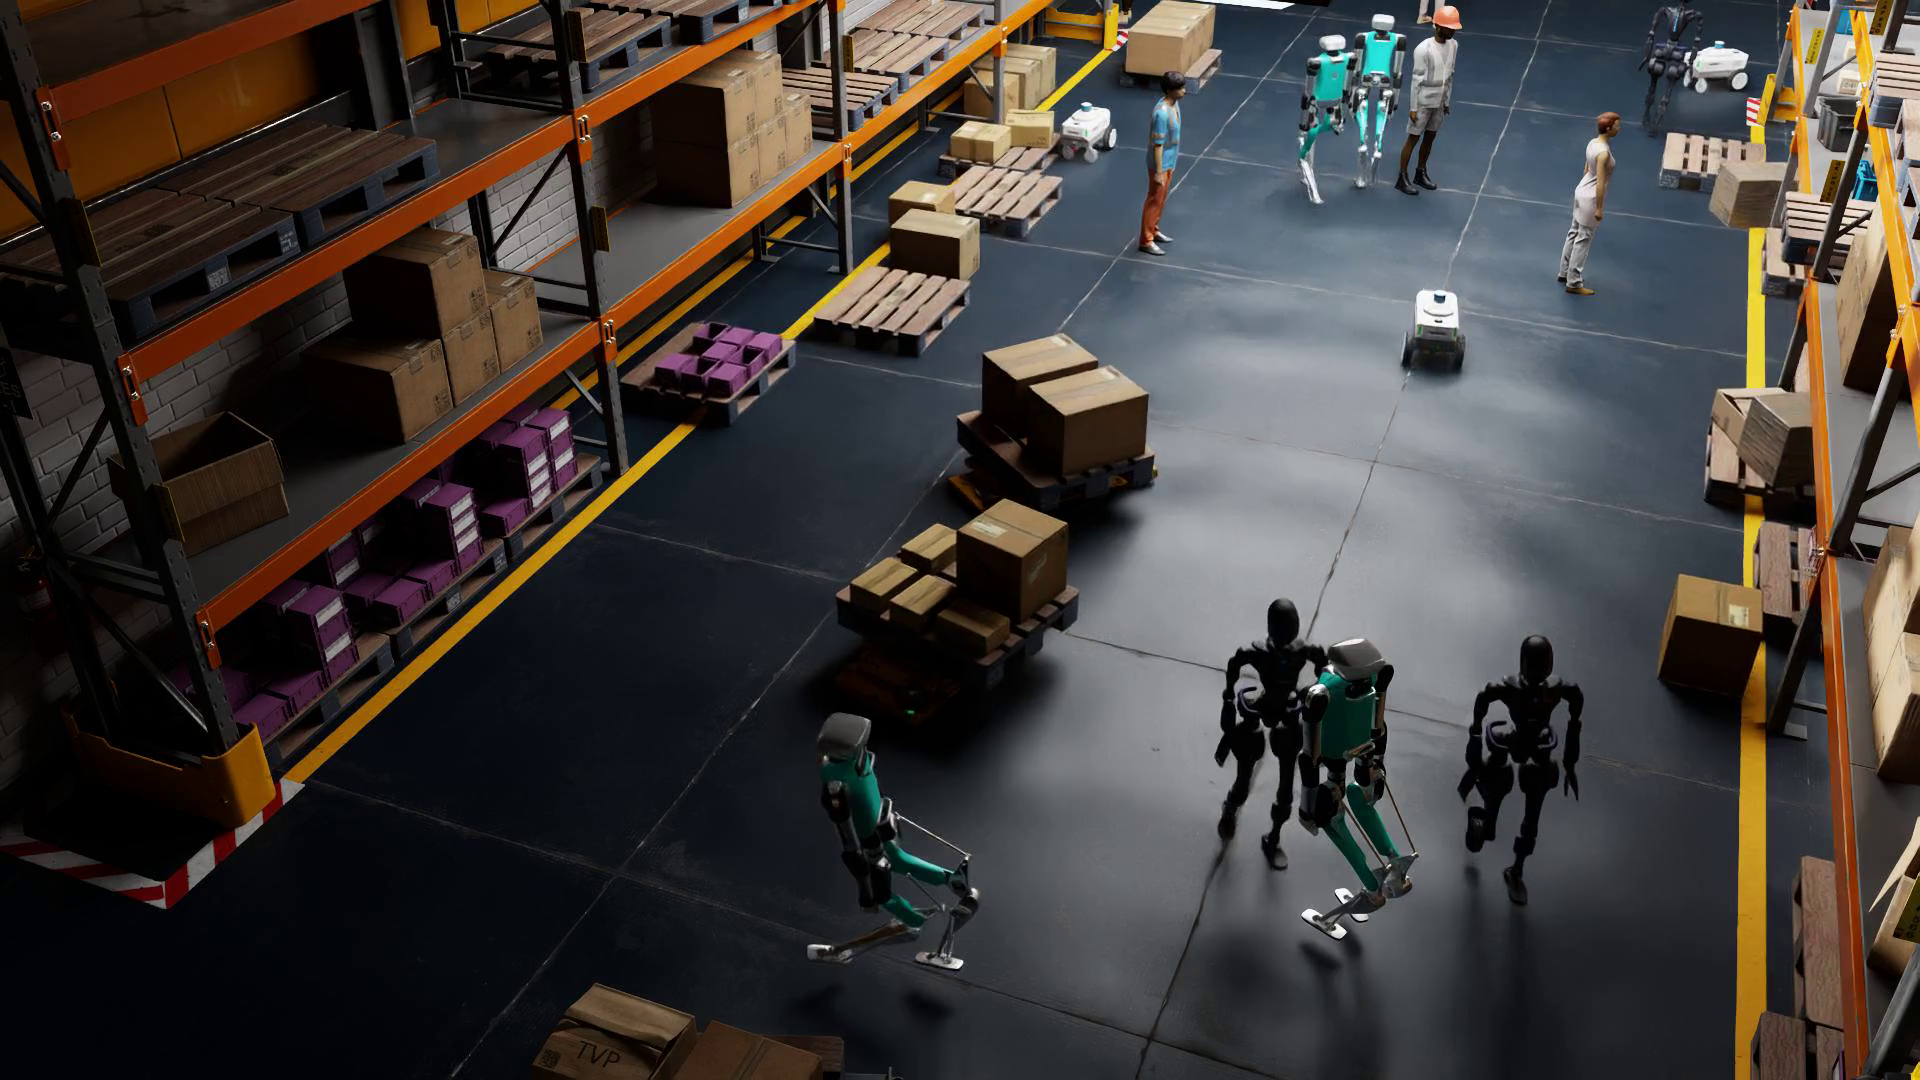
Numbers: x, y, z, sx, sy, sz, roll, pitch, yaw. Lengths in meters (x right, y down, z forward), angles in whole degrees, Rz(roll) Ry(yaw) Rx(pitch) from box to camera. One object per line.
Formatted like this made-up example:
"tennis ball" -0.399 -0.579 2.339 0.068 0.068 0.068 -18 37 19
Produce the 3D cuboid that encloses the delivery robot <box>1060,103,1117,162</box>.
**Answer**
"delivery robot" 1.399 -4.516 18.332 0.509 0.611 0.782 15 36 22

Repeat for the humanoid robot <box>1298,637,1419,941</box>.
"humanoid robot" 1.986 1.304 8.098 0.533 1.677 0.735 -19 37 -27

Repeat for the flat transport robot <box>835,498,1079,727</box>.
"flat transport robot" -0.079 0.649 10.588 0.659 0.231 1.431 23 39 31

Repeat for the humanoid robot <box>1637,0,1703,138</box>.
"humanoid robot" 7.959 -5.407 18.673 0.603 1.635 0.642 18 37 25

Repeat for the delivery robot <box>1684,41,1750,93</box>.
"delivery robot" 9.216 -5.760 20.255 0.779 0.607 0.517 -6 33 -10

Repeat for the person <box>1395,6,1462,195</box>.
"person" 4.831 -4.494 17.025 0.544 1.931 0.383 -18 37 -26

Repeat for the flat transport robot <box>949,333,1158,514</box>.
"flat transport robot" 0.696 -0.504 12.371 1.431 0.231 0.659 -16 36 -23

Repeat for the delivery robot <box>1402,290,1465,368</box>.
"delivery robot" 4.046 -1.833 14.154 0.499 0.583 0.775 7 34 11

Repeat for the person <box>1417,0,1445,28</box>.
"person" 6.489 -7.791 22.270 0.349 1.771 0.471 -22 39 -30

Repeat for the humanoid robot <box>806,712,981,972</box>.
"humanoid robot" -0.266 1.532 7.869 1.015 1.719 0.578 3 33 4

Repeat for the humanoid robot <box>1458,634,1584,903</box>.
"humanoid robot" 2.888 1.108 8.585 0.612 1.640 0.485 2 33 3

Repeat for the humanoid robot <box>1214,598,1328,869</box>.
"humanoid robot" 1.648 0.980 8.790 0.591 1.651 0.510 -3 33 -4

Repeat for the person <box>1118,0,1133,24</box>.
"person" 2.227 -7.833 22.396 0.318 1.698 0.534 10 34 16

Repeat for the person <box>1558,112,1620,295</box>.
"person" 5.708 -3.045 15.020 0.286 1.662 0.442 1 33 2

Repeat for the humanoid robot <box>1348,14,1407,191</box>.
"humanoid robot" 4.251 -4.420 17.087 0.532 1.780 0.762 4 33 7

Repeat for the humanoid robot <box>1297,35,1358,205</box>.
"humanoid robot" 3.611 -4.294 16.876 0.550 1.749 0.925 -9 34 -14

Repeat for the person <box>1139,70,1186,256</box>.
"person" 1.923 -3.572 15.756 0.340 1.755 0.504 10 34 16
